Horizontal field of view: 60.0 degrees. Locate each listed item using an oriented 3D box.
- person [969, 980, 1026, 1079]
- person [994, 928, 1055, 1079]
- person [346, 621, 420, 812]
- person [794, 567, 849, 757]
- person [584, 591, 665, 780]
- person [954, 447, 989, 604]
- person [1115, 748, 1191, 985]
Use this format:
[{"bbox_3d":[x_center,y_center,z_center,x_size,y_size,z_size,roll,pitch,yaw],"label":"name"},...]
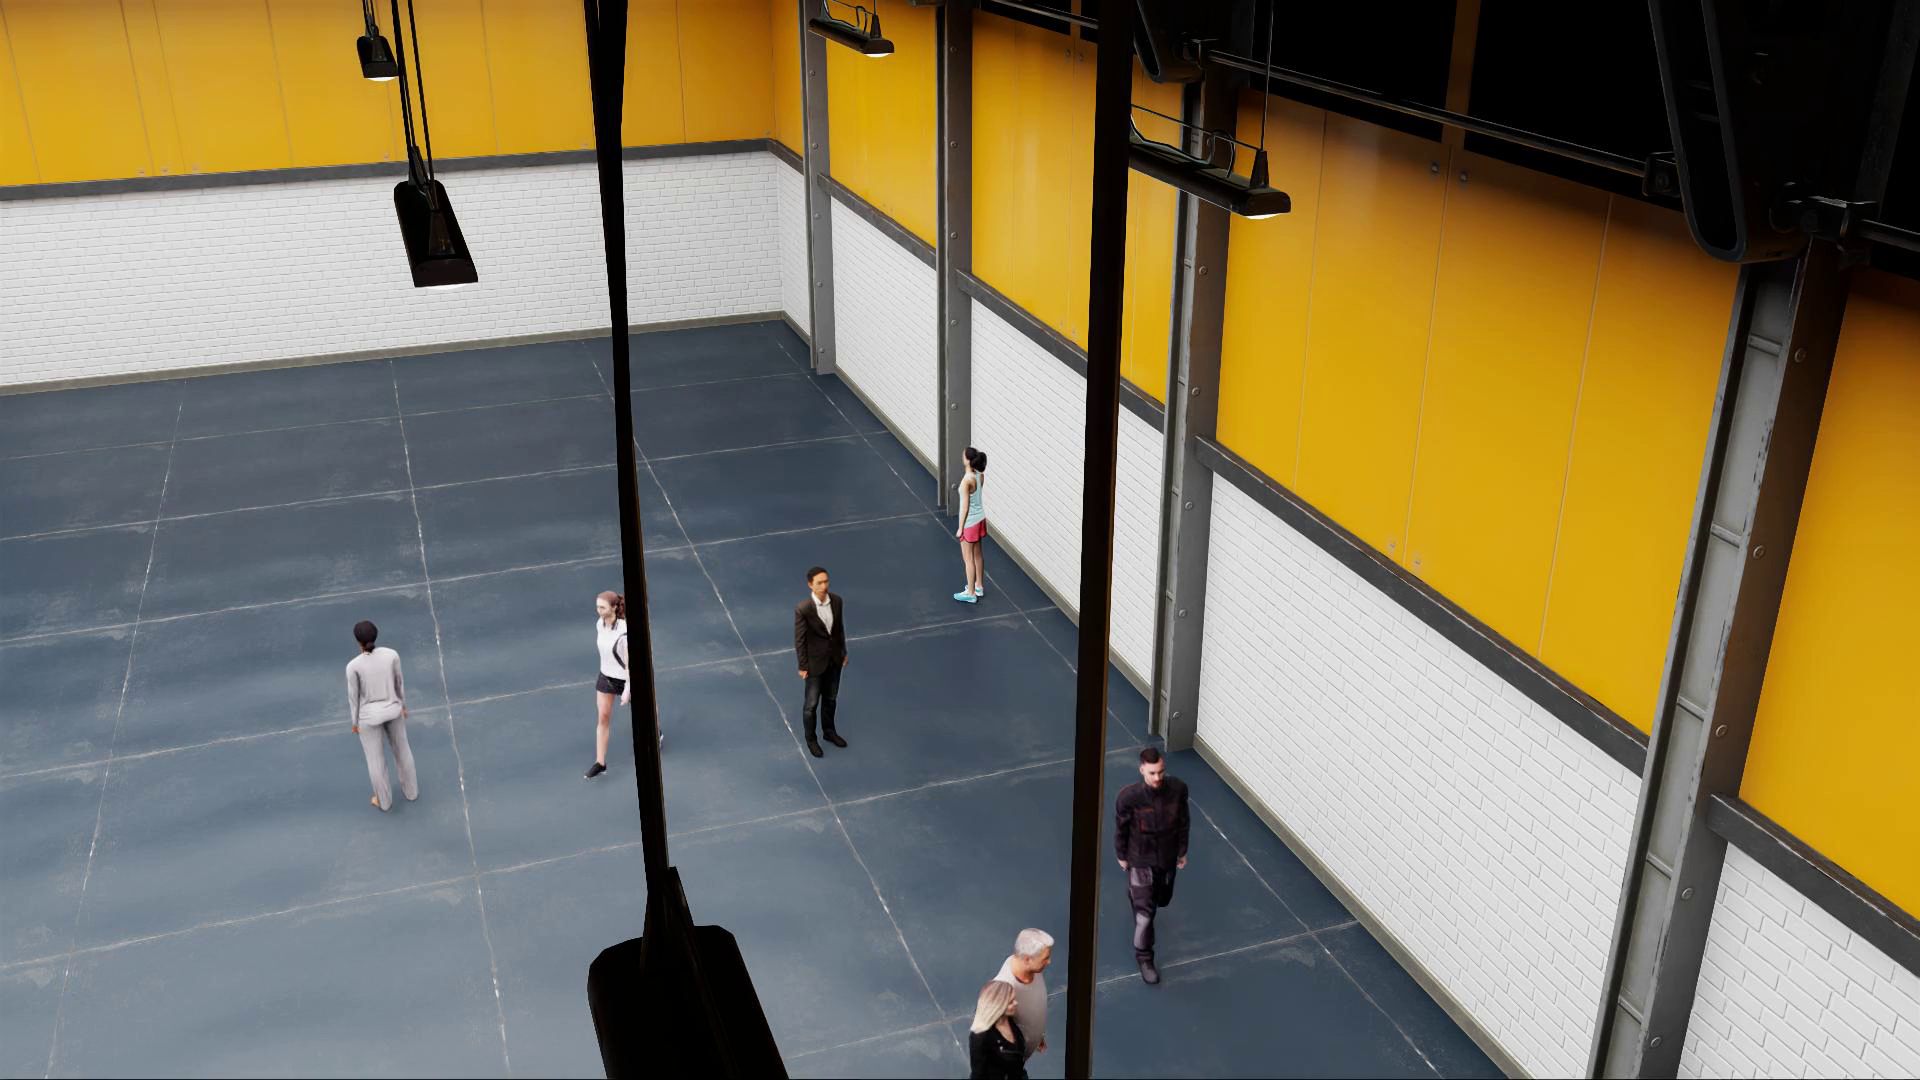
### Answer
[{"bbox_3d":[0.117,3.362,10.088,1.155,1.644,1.109,10,26,23],"label":"person"},{"bbox_3d":[0.212,3.163,10.284,1.306,1.851,1.274,10,26,23],"label":"person"},{"bbox_3d":[-4.968,1.491,14.252,0.699,1.737,0.646,-18,29,-35],"label":"person"},{"bbox_3d":[-1.267,1.074,15.122,0.737,1.805,0.673,-19,30,-36],"label":"person"},{"bbox_3d":[-2.970,1.238,14.874,1.114,1.702,1.158,11,26,24],"label":"person"},{"bbox_3d":[0.120,-0.179,18.038,0.752,1.765,0.702,13,27,27],"label":"person"},{"bbox_3d":[1.404,2.287,12.314,0.758,1.831,1.140,-6,24,-14],"label":"person"}]
